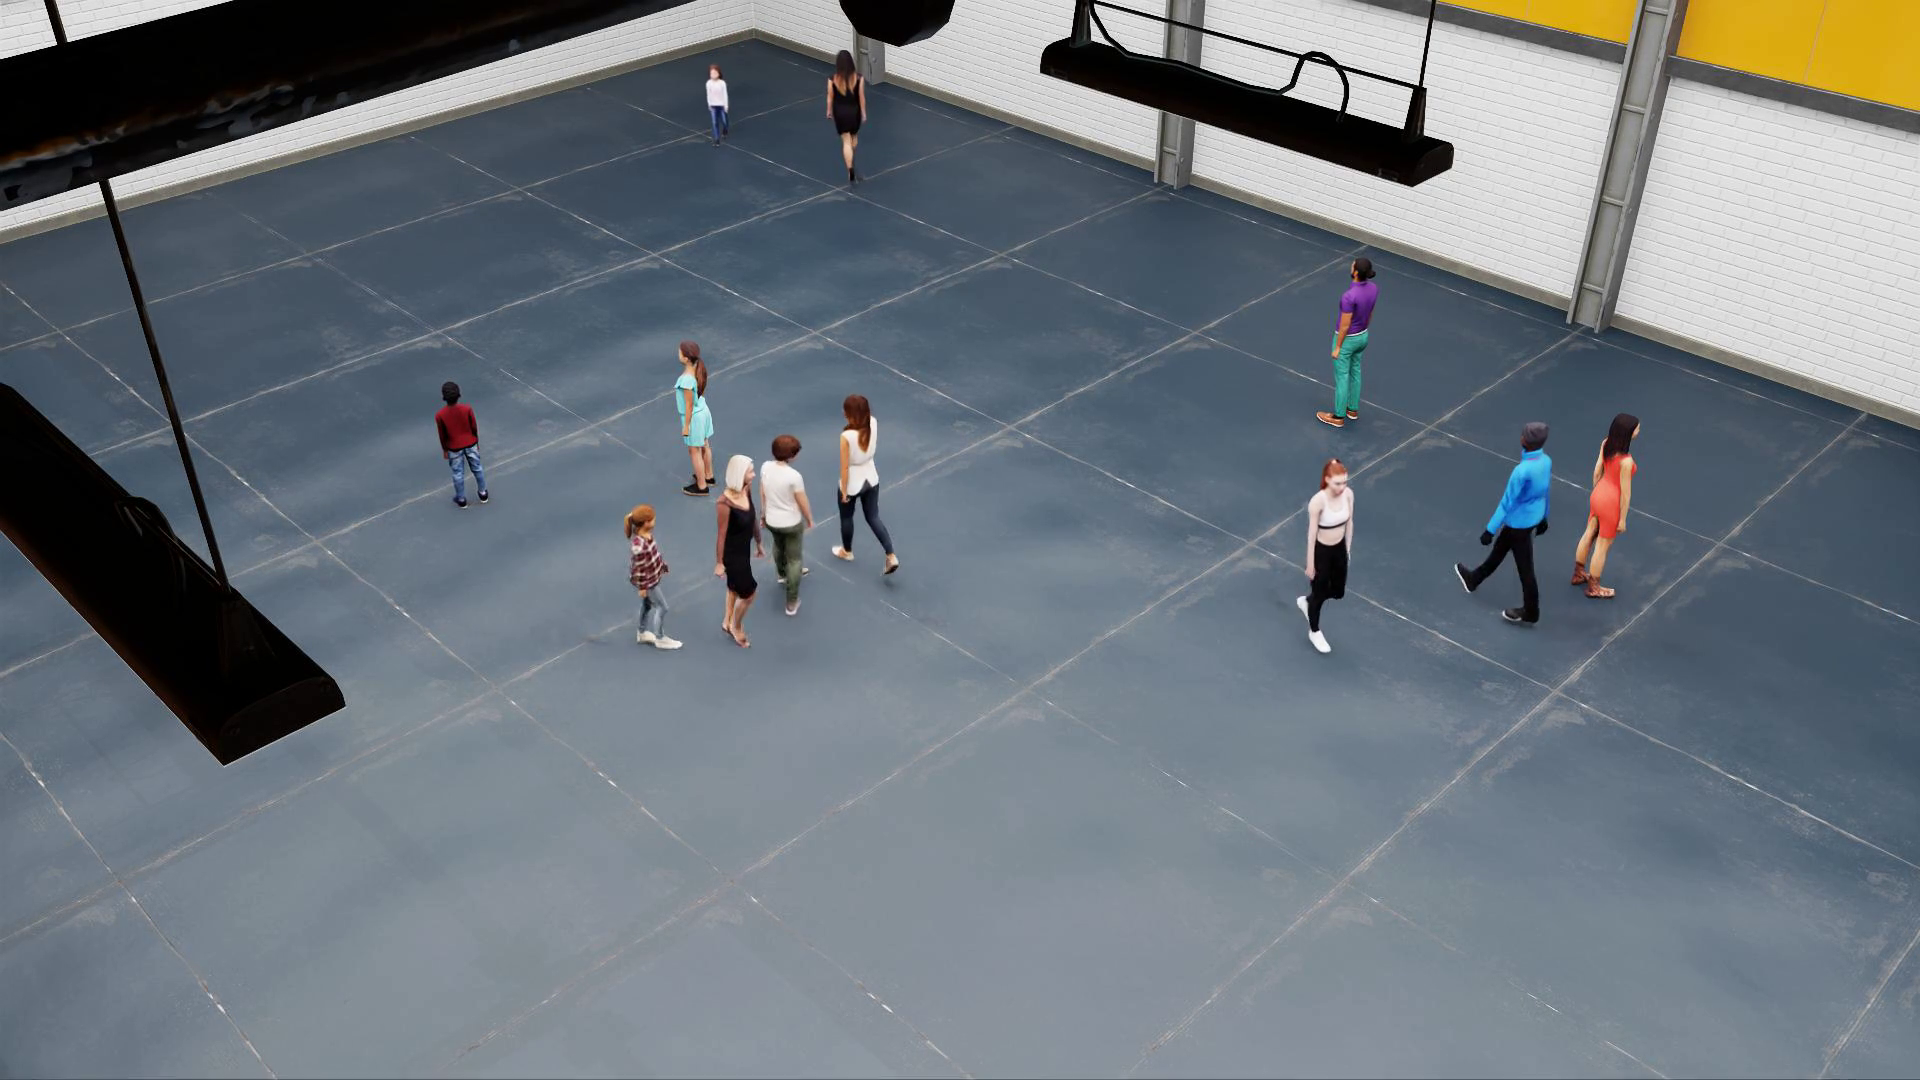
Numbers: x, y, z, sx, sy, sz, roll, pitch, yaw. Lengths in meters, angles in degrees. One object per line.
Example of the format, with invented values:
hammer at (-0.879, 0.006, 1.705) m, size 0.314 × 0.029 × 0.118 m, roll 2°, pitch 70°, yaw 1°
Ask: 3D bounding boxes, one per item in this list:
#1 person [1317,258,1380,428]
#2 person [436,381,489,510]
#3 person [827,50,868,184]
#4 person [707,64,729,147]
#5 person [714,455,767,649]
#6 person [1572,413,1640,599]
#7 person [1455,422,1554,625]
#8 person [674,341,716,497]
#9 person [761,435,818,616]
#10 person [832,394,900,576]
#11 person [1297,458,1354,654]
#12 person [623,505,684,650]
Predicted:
person at (3.874, -1.968, 16.430) m, size 0.621 × 1.768 × 0.569 m, roll -27°, pitch 42°, yaw -34°
person at (-4.576, -0.881, 15.258) m, size 0.544 × 1.253 × 0.552 m, roll -17°, pitch 37°, yaw -24°
person at (-1.463, -5.519, 21.867) m, size 1.034 × 1.662 × 1.192 m, roll -7°, pitch 34°, yaw -10°
person at (-3.373, -6.112, 23.273) m, size 0.757 × 1.093 × 0.787 m, roll 2°, pitch 34°, yaw 3°
person at (-1.873, 0.086, 13.385) m, size 0.742 × 1.718 × 0.728 m, roll 16°, pitch 37°, yaw 22°
person at (5.435, -0.297, 13.960) m, size 0.729 × 1.719 × 0.626 m, roll -8°, pitch 34°, yaw -12°
person at (4.694, -0.090, 13.630) m, size 1.080 × 1.740 × 0.757 m, roll 27°, pitch 42°, yaw 35°
person at (-2.449, -1.138, 15.371) m, size 0.673 × 1.558 × 0.641 m, roll 9°, pitch 35°, yaw 13°
person at (-1.455, -0.102, 13.754) m, size 0.793 × 1.622 × 0.789 m, roll 13°, pitch 36°, yaw 19°
person at (-0.803, -0.446, 14.160) m, size 0.648 × 1.747 × 1.030 m, roll -21°, pitch 39°, yaw -29°
person at (2.892, 0.077, 13.380) m, size 0.729 × 1.738 × 0.820 m, roll -16°, pitch 37°, yaw -22°
person at (-2.604, 0.295, 13.458) m, size 0.743 × 1.288 × 0.684 m, roll 1°, pitch 34°, yaw 1°
